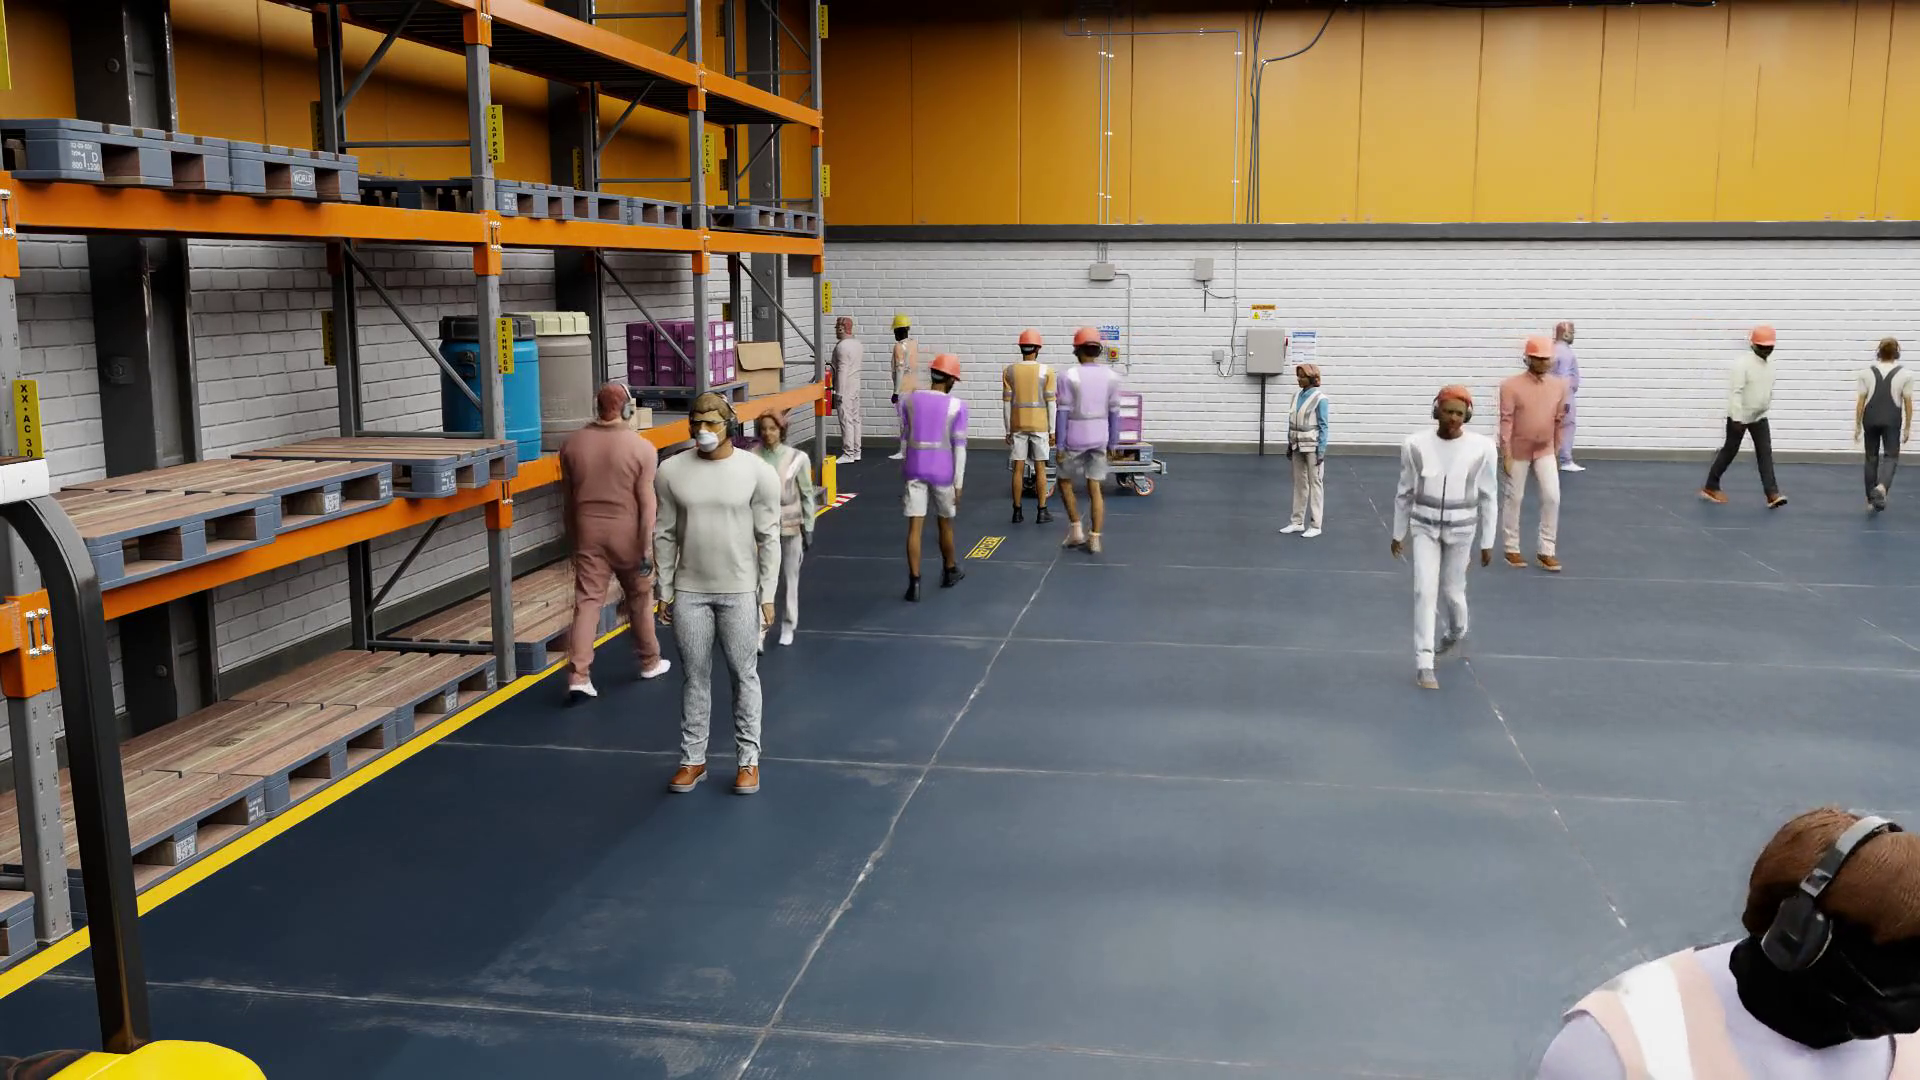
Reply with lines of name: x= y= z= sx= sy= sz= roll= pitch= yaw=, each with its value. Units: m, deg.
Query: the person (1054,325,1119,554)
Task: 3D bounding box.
person: x=1.098 y=-0.885 z=14.754 sx=0.632 sy=2.021 sz=0.539 roll=-4 pitch=10 yaw=-22

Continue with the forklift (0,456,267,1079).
forklift: x=-2.328 y=0.975 z=2.765 sx=2.313 sy=2.155 sz=1.214 roll=1 pitch=9 yaw=9

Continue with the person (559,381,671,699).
person: x=-2.066 y=-0.007 z=9.865 sx=0.650 sy=1.866 sz=0.988 roll=2 pitch=9 yaw=12

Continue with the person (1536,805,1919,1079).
person: x=1.073 y=1.255 z=2.251 sx=0.657 sy=1.792 sz=0.911 roll=1 pitch=9 yaw=6

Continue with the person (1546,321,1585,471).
person: x=7.441 y=-1.793 z=20.794 sx=0.749 sy=1.886 sz=0.650 roll=0 pitch=9 yaw=0

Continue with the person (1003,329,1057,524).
person: x=0.696 y=-1.122 z=16.499 sx=0.543 sy=1.934 sz=0.362 roll=2 pitch=10 yaw=14

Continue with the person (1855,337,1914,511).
person: x=9.493 y=-1.173 z=17.129 sx=0.511 sy=1.832 sz=0.615 roll=7 pitch=12 yaw=37

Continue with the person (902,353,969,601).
person: x=-0.175 y=-0.499 z=12.842 sx=0.528 sy=1.864 sz=0.957 roll=2 pitch=9 yaw=10

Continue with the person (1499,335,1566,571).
person: x=4.792 y=-0.715 z=13.873 sx=0.612 sy=1.966 sz=0.761 roll=-1 pitch=9 yaw=-5

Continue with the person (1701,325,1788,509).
person: x=8.384 y=-1.309 z=17.656 sx=0.659 sy=1.929 sz=1.054 roll=-3 pitch=10 yaw=-18

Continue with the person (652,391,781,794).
person: x=-1.167 y=0.256 z=7.987 sx=0.630 sy=1.940 sz=0.372 roll=1 pitch=9 yaw=6

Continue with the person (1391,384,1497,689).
person: x=2.986 y=-0.057 z=10.242 sx=0.620 sy=1.845 sz=0.850 roll=3 pitch=10 yaw=19

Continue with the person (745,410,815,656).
person: x=-1.218 y=-0.045 z=10.860 sx=0.541 sy=1.591 sz=0.831 roll=1 pitch=9 yaw=3

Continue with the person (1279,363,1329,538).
person: x=3.274 y=-0.847 z=15.698 sx=0.313 sy=1.642 sz=0.513 roll=-5 pitch=10 yaw=-26

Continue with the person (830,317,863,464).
person: x=-1.499 y=-1.944 z=21.652 sx=0.403 sy=1.906 sz=0.651 roll=3 pitch=10 yaw=17

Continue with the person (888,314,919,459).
person: x=-0.751 y=-2.035 z=22.142 sx=0.360 sy=1.929 sz=0.587 roll=3 pitch=10 yaw=19
